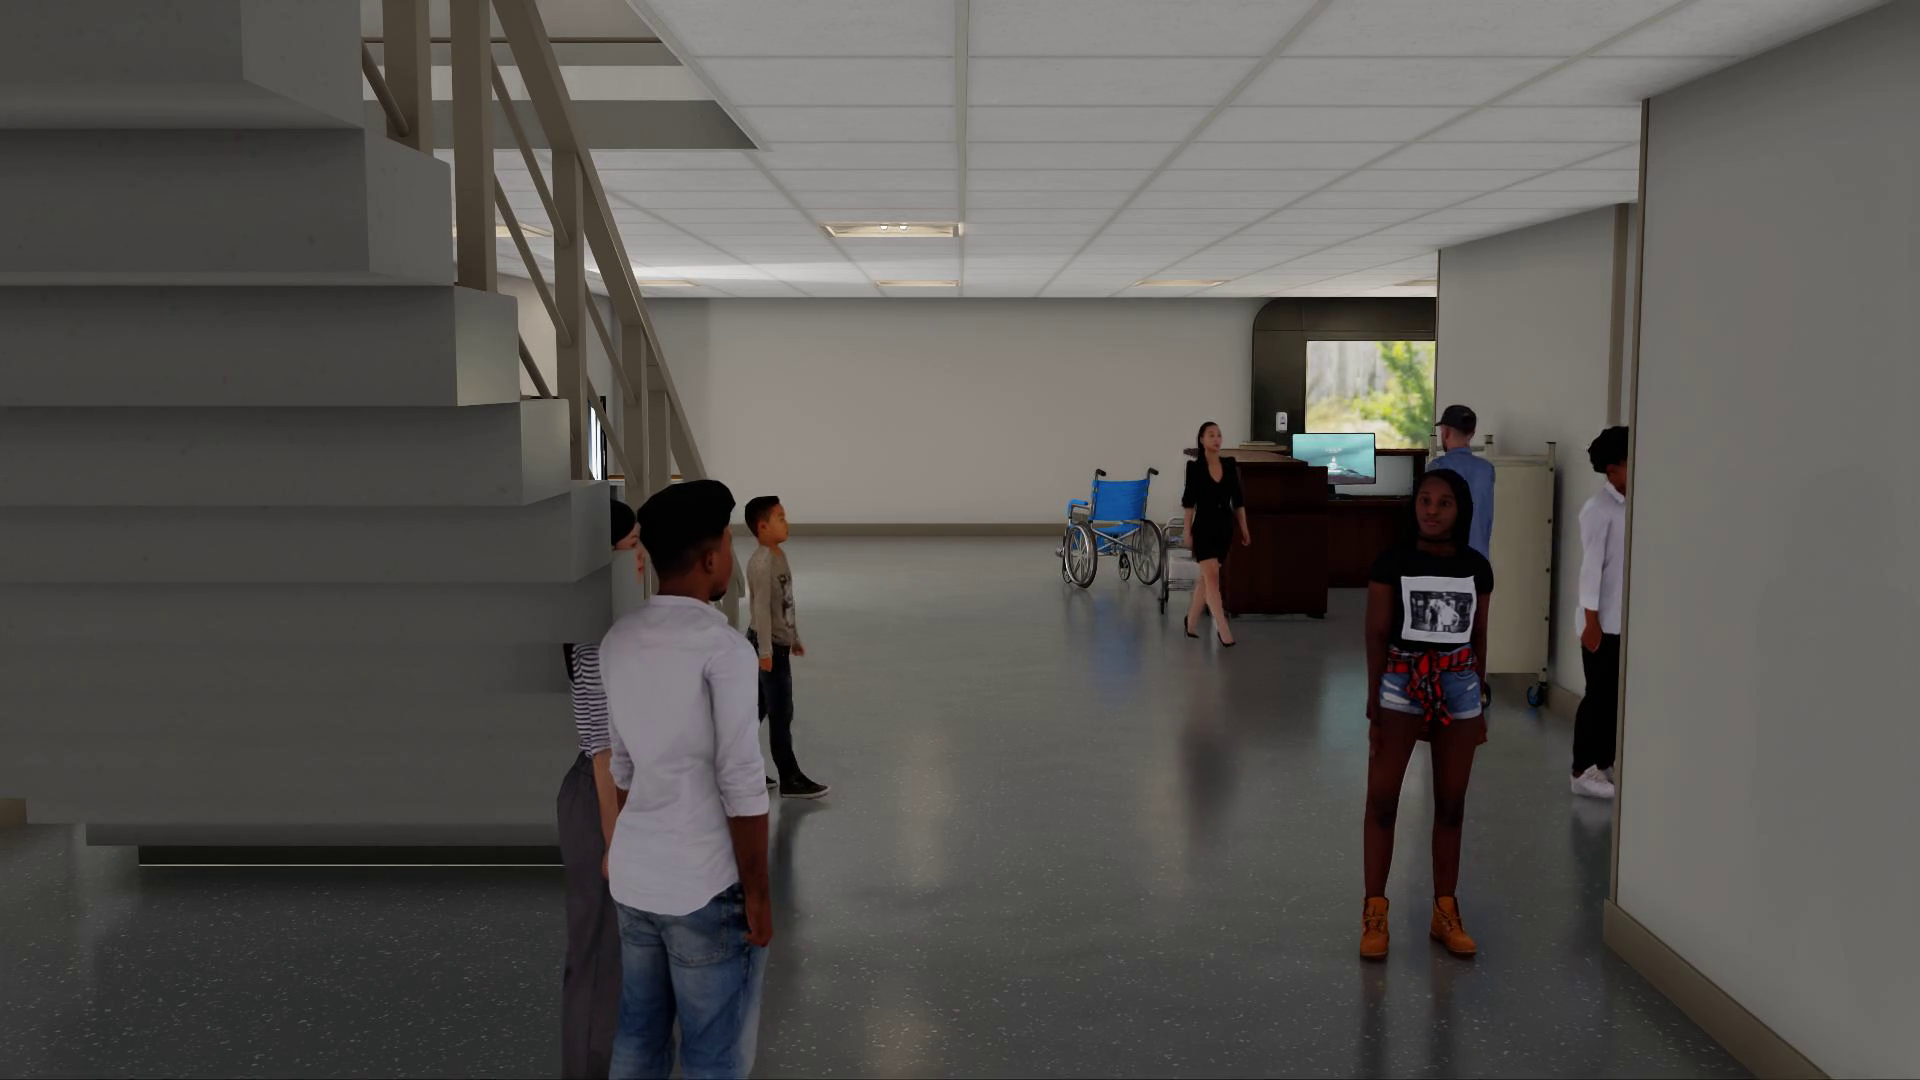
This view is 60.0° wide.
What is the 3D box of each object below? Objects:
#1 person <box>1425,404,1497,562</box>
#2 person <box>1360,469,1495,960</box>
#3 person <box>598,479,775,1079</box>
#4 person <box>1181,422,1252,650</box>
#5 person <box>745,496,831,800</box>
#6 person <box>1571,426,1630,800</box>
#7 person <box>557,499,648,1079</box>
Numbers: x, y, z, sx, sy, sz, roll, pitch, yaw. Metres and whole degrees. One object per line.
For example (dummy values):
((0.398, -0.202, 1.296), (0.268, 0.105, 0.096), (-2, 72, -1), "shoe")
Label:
((2.814, 0.185, 9.329), (0.825, 1.869, 0.860), (-2, 6, -22), "person")
((1.649, 0.603, 5.896), (0.599, 1.726, 0.571), (0, 6, 1), "person")
((-0.655, 0.761, 3.907), (0.727, 1.809, 0.765), (5, 7, 38), "person")
((1.837, -0.015, 12.417), (0.860, 1.650, 1.107), (-2, 6, -22), "person")
((-0.966, 0.515, 8.095), (0.611, 1.459, 0.663), (0, 6, 2), "person")
((3.158, 0.343, 8.081), (0.721, 1.805, 0.753), (-4, 7, -36), "person")
((-0.965, 0.746, 4.440), (0.700, 1.733, 0.527), (-1, 6, -13), "person")
